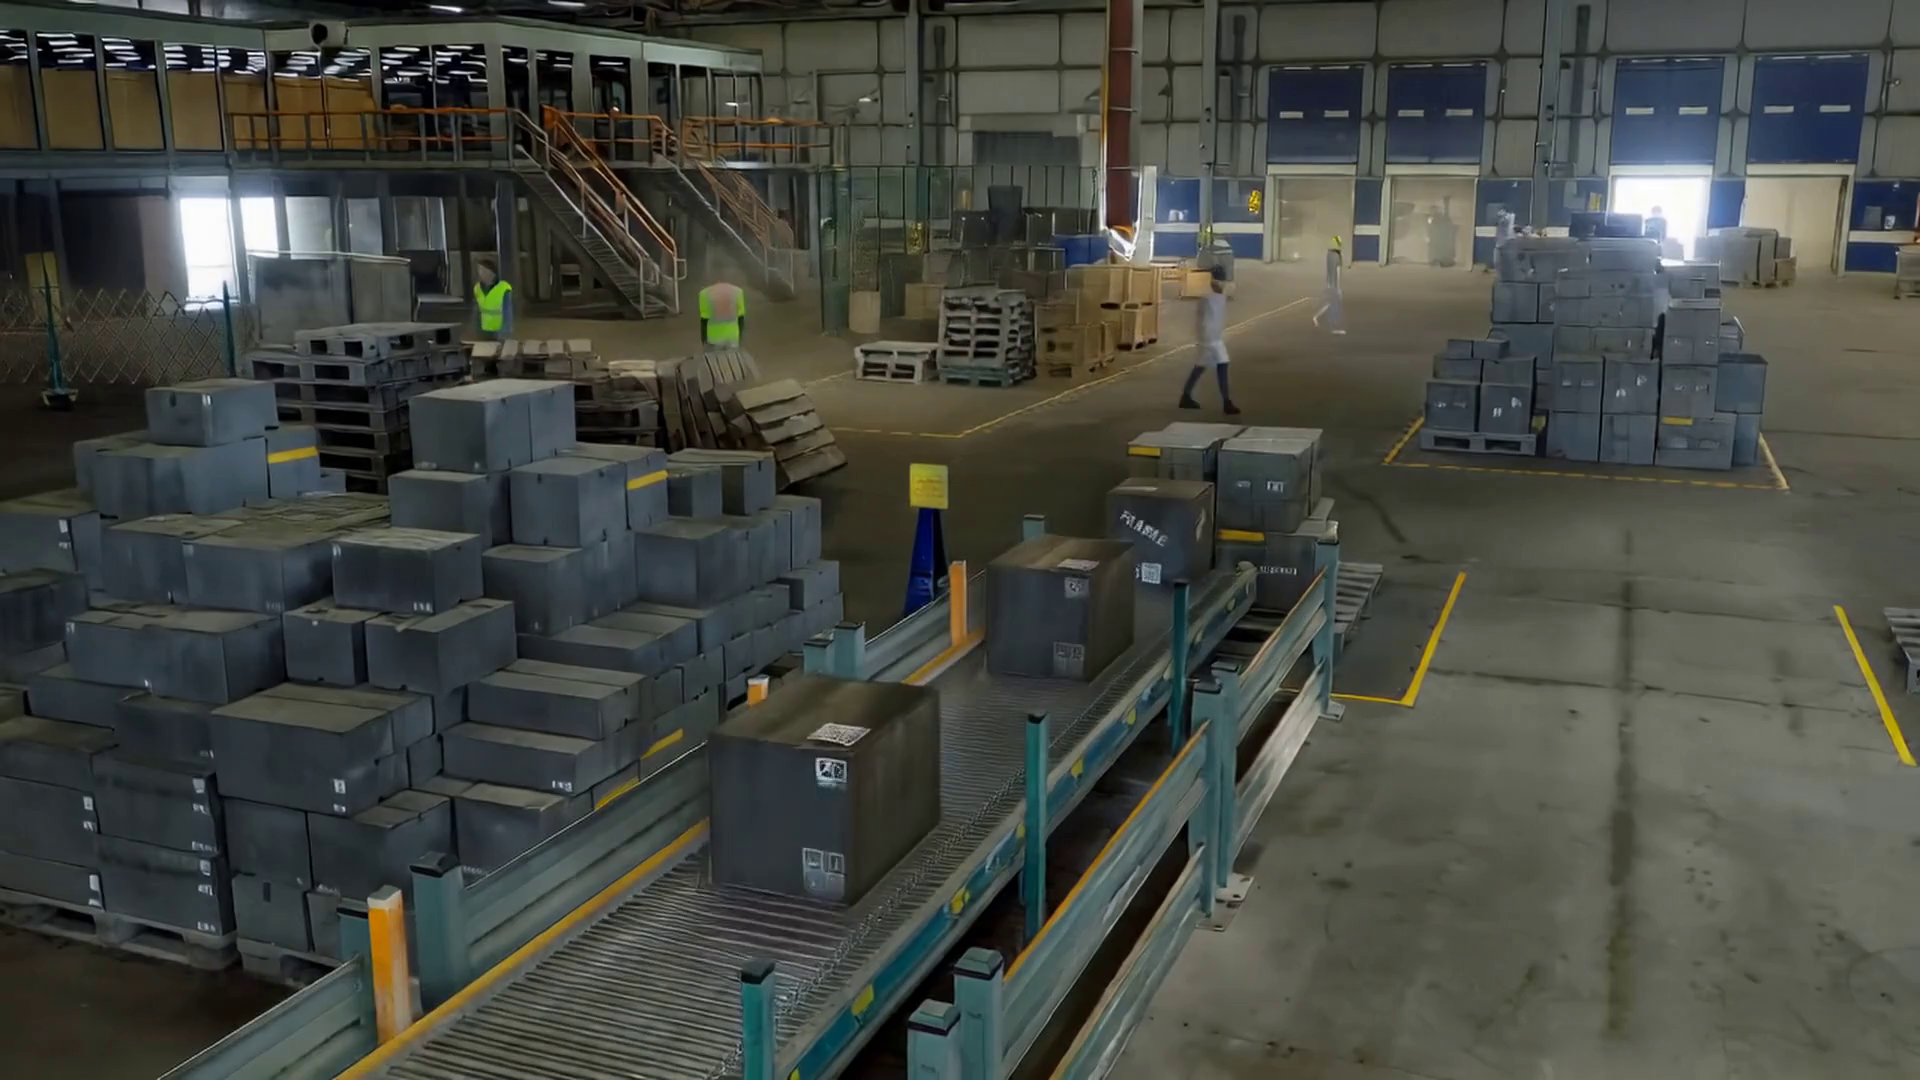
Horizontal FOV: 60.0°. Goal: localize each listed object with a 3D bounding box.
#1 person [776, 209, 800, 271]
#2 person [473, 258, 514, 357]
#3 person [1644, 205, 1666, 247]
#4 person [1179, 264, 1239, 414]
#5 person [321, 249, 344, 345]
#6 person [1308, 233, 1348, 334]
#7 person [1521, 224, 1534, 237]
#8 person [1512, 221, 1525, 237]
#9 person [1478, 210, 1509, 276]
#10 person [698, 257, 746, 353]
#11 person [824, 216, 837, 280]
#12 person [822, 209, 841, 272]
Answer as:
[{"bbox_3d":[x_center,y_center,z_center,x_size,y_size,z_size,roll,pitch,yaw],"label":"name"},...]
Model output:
[{"bbox_3d":[-5.239,-8.944,49.645,0.882,1.855,0.585,3,13,14],"label":"person"},{"bbox_3d":[-5.929,-2.620,21.151,0.616,1.911,0.459,6,14,24],"label":"person"},{"bbox_3d":[19.847,-8.558,47.574,0.611,1.995,0.375,1,13,3],"label":"person"},{"bbox_3d":[3.126,-2.509,20.763,0.611,1.868,0.995,-10,16,-38],"label":"person"},{"bbox_3d":[-9.988,-3.760,26.574,0.533,1.768,0.310,12,17,43],"label":"person"},{"bbox_3d":[6.839,-4.712,30.655,0.649,1.854,0.517,-2,13,-7],"label":"person"},{"bbox_3d":[11.421,-5.389,33.528,0.461,1.918,0.654,0,13,-1],"label":"person"},{"bbox_3d":[12.302,-6.037,36.492,0.939,1.903,0.556,-4,13,-19],"label":"person"},{"bbox_3d":[15.215,-8.396,47.107,0.619,1.874,0.971,-8,15,-31],"label":"person"},{"bbox_3d":[-2.937,-2.547,20.763,0.613,1.941,0.851,-6,14,-26],"label":"person"},{"bbox_3d":[-3.568,-8.017,45.722,0.295,1.744,0.484,-5,13,-21],"label":"person"},{"bbox_3d":[-3.782,-8.832,49.044,0.632,1.900,0.877,-2,13,-10],"label":"person"}]
